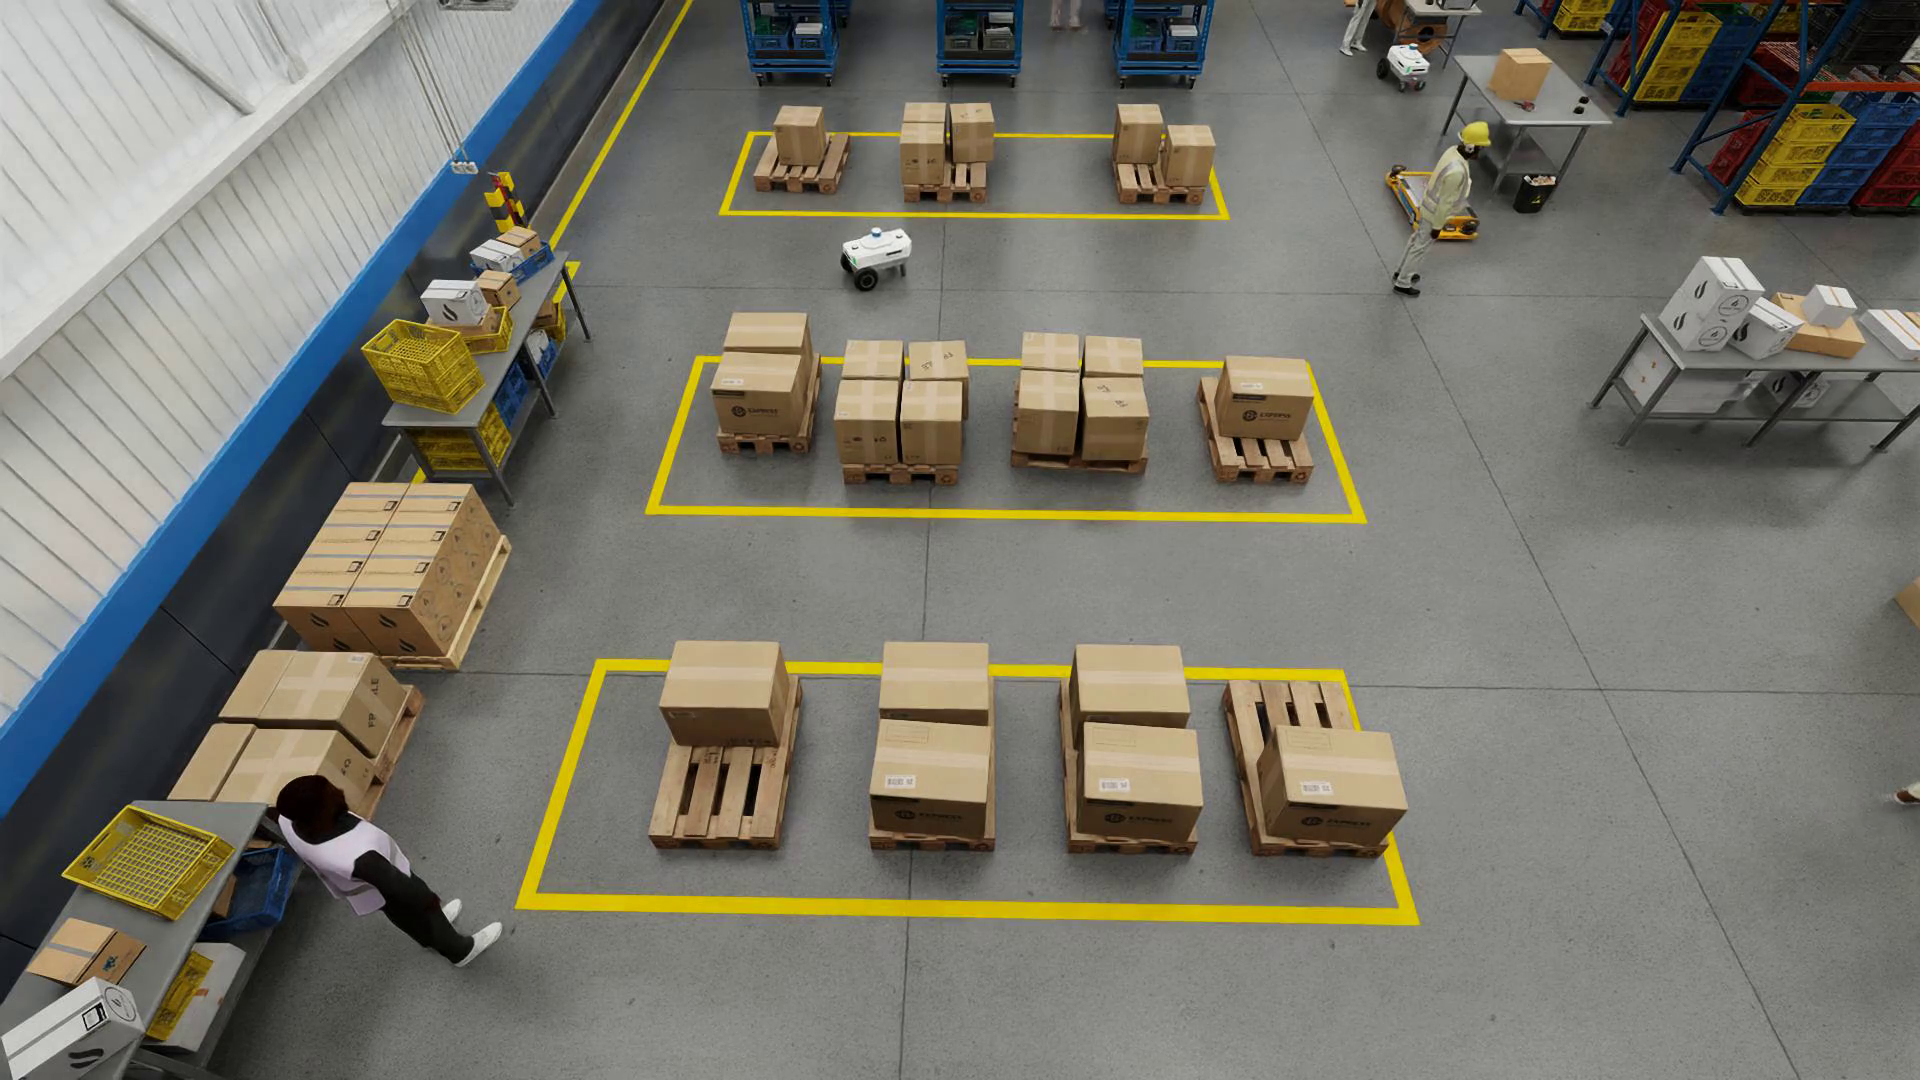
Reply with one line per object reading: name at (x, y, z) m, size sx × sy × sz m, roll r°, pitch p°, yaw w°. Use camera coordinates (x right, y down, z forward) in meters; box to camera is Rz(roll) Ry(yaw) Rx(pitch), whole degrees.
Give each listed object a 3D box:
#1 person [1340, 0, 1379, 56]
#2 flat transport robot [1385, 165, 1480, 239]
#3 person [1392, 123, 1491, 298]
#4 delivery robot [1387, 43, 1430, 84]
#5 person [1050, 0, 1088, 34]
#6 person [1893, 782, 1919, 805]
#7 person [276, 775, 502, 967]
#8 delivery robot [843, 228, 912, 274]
person at (6.100, -8.118, 13.647) m, size 0.514 × 1.632 × 0.312 m, roll -28°, pitch 55°, yaw -22°
flat transport robot at (5.692, -4.094, 11.059) m, size 0.652 × 0.197 × 1.431 m, roll 1°, pitch 49°, yaw 1°
person at (4.925, -3.379, 9.423) m, size 0.403 × 1.824 × 0.597 m, roll 14°, pitch 50°, yaw 11°
delivery robot at (6.472, -6.905, 13.246) m, size 0.477 × 0.478 × 0.707 m, roll -4°, pitch 49°, yaw -4°
person at (1.762, -8.870, 14.071) m, size 0.706 × 1.975 × 0.620 m, roll -10°, pitch 50°, yaw -8°
person at (6.708, 1.250, 5.421) m, size 0.935 × 1.809 × 0.493 m, roll 7°, pitch 49°, yaw 6°
person at (-3.077, 1.804, 4.873) m, size 0.594 × 1.915 × 0.373 m, roll 21°, pitch 52°, yaw 17°
delivery robot at (-0.893, -3.163, 10.007) m, size 0.707 × 0.478 × 0.477 m, roll -19°, pitch 52°, yaw -16°
